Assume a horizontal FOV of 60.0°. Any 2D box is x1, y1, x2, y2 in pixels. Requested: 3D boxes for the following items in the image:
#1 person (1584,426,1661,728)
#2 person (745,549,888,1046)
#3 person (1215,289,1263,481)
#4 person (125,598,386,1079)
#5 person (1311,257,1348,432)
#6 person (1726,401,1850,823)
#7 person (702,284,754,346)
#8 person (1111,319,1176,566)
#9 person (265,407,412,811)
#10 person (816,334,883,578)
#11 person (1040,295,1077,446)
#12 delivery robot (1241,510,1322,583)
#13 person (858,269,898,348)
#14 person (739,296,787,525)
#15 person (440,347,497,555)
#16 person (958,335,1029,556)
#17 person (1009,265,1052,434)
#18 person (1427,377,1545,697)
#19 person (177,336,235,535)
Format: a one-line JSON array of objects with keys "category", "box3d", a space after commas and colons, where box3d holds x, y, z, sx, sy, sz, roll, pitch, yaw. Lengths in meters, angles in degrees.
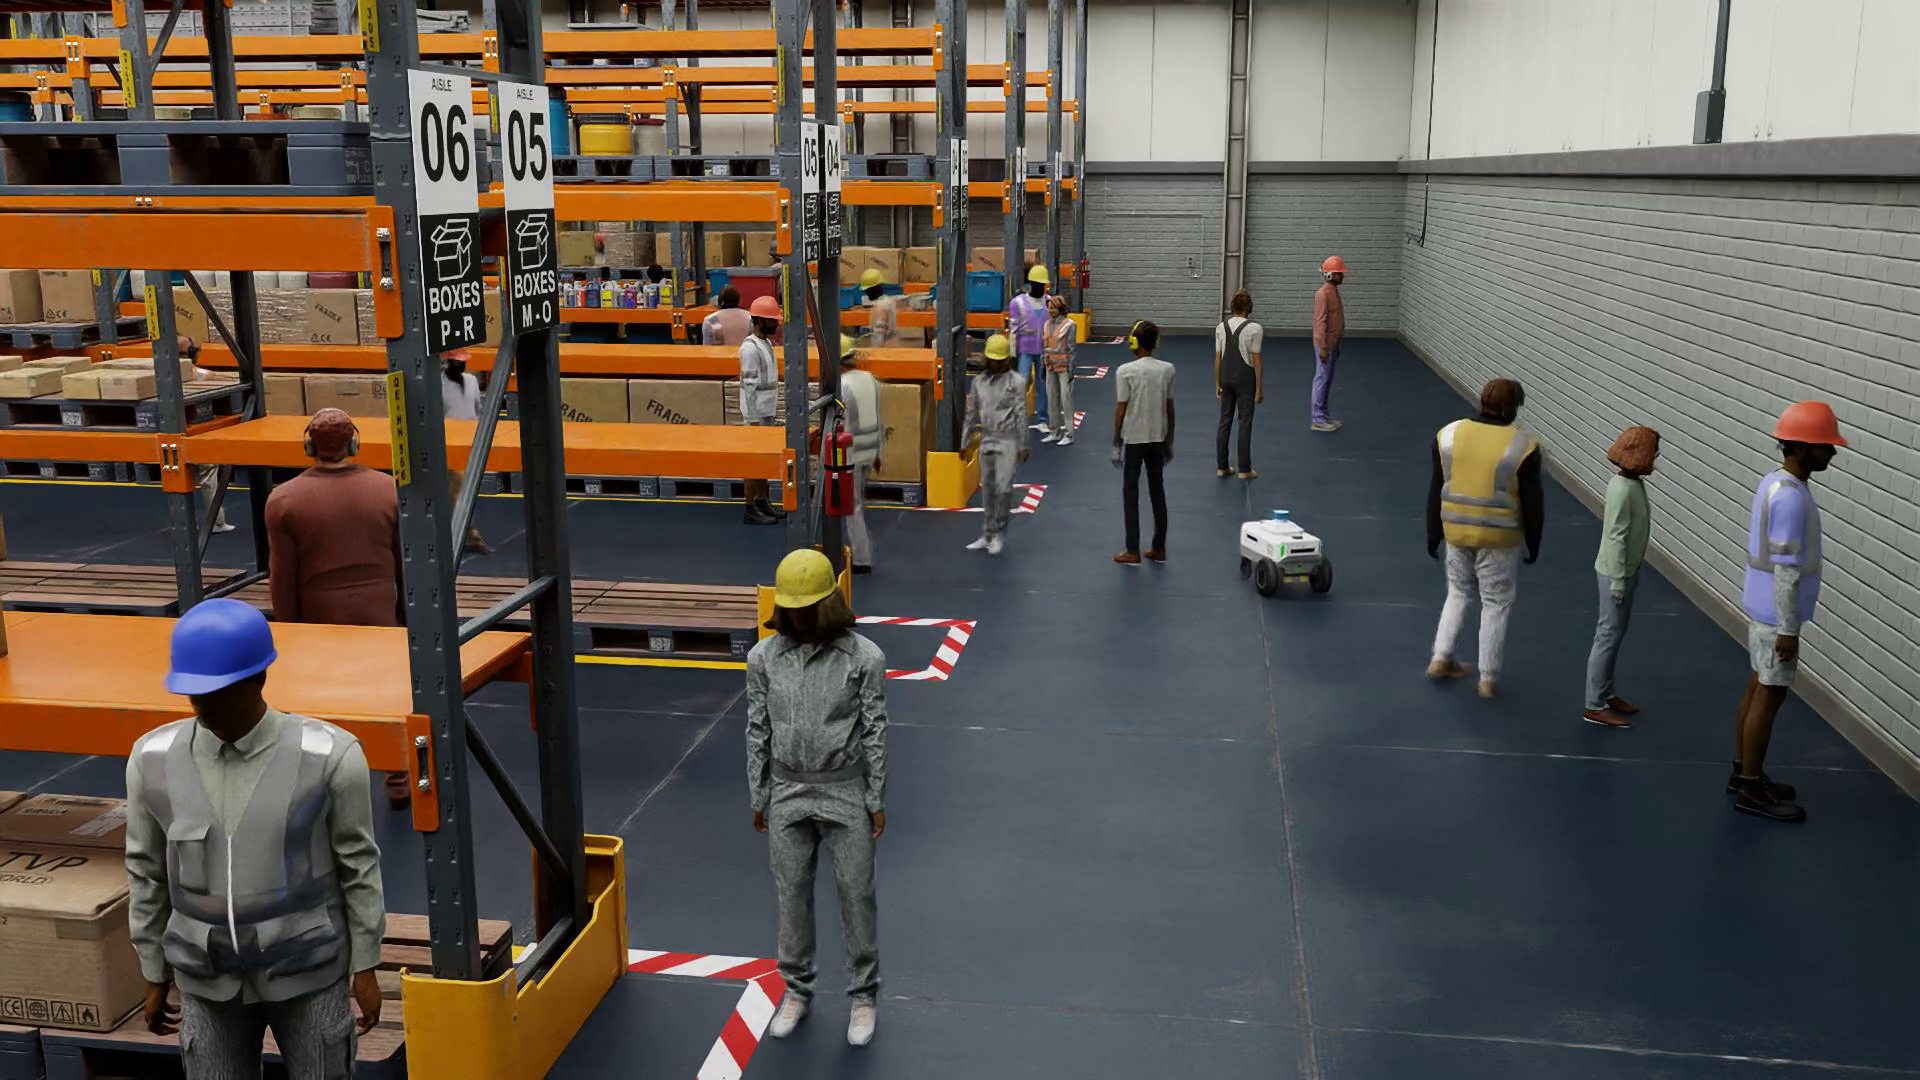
[{"category": "person", "box3d": [3.573, 0.190, 8.963, 0.279, 1.627, 0.500, 8, 15, 31]}, {"category": "person", "box3d": [-0.490, 0.872, 5.643, 0.489, 1.731, 0.320, 2, 13, 8]}, {"category": "person", "box3d": [2.696, -1.495, 16.091, 0.504, 1.839, 0.347, 10, 16, 39]}, {"category": "person", "box3d": [-1.775, 1.079, 4.217, 0.615, 1.942, 0.407, -1, 13, -4]}, {"category": "person", "box3d": [4.254, -2.260, 19.177, 0.380, 1.994, 0.618, 6, 14, 25]}, {"category": "person", "box3d": [3.808, 0.319, 7.664, 0.359, 1.936, 0.552, 4, 13, 19]}, {"category": "person", "box3d": [-2.310, -1.653, 16.786, 0.633, 1.842, 0.429, -7, 14, -28]}, {"category": "person", "box3d": [1.400, -0.736, 12.622, 0.517, 1.858, 0.339, -5, 14, -22]}, {"category": "person", "box3d": [-2.815, 0.343, 7.630, 0.651, 1.906, 0.403, -8, 15, -31]}, {"category": "person", "box3d": [-0.849, -0.607, 12.142, 0.521, 1.804, 0.604, 7, 14, 29]}, {"category": "person", "box3d": [1.077, -1.854, 18.180, 0.320, 1.631, 0.525, -11, 16, -40]}, {"category": "delivery robot", "box3d": [2.293, 0.030, 11.904, 0.477, 0.478, 0.707, -3, 13, -15]}, {"category": "person", "box3d": [-0.843, -2.126, 18.827, 0.612, 1.877, 0.659, 0, 12, -2]}, {"category": "person", "box3d": [-1.656, -1.092, 14.064, 0.387, 1.929, 0.543, 3, 13, 12]}, {"category": "person", "box3d": [-4.007, -0.757, 13.026, 0.802, 1.719, 0.550, 4, 13, 19]}, {"category": "person", "box3d": [0.246, -0.728, 12.880, 0.575, 1.721, 0.453, 10, 16, 37]}, {"category": "person", "box3d": [0.851, -2.153, 18.890, 0.598, 1.916, 0.398, -4, 13, -19]}, {"category": "person", "box3d": [2.987, -0.018, 9.457, 0.657, 1.824, 0.517, 12, 17, 42]}, {"category": "person", "box3d": [-6.275, -0.850, 13.626, 0.512, 1.639, 0.311, 1, 13, 5]}]
